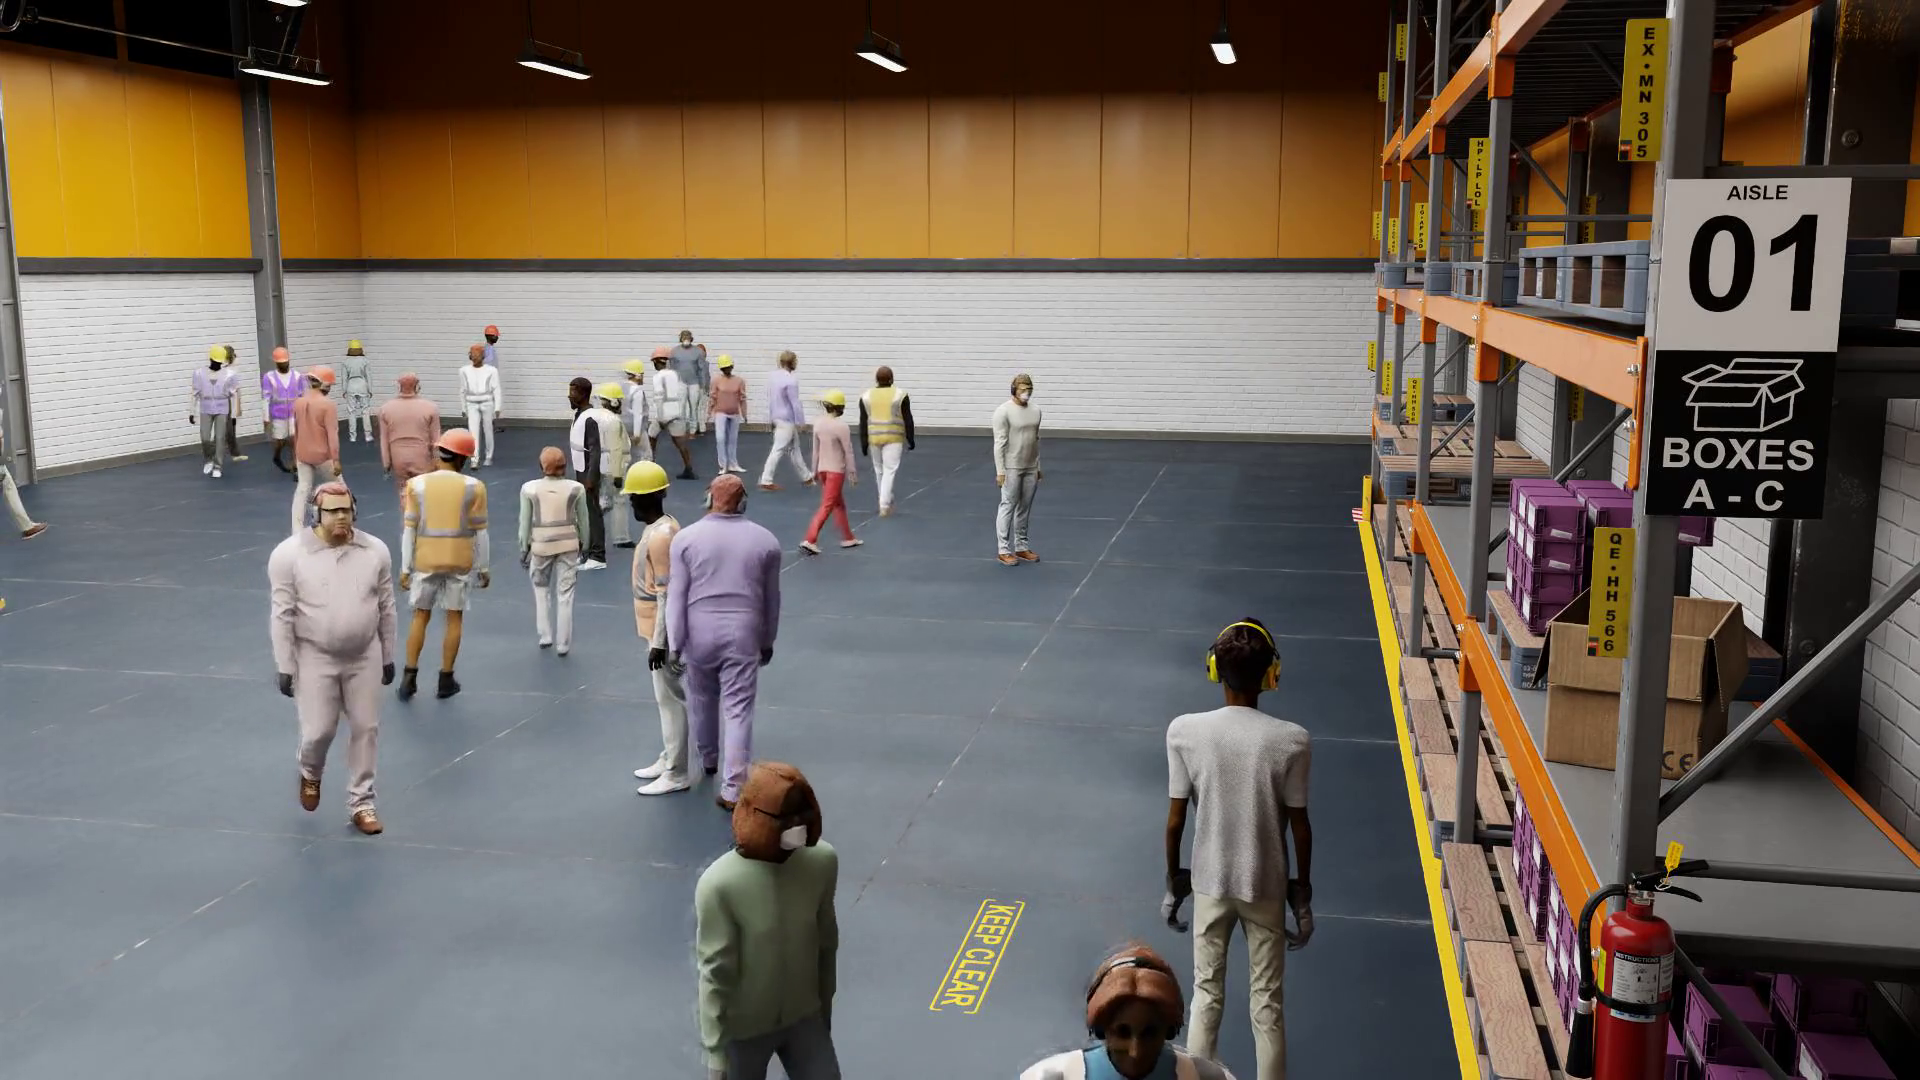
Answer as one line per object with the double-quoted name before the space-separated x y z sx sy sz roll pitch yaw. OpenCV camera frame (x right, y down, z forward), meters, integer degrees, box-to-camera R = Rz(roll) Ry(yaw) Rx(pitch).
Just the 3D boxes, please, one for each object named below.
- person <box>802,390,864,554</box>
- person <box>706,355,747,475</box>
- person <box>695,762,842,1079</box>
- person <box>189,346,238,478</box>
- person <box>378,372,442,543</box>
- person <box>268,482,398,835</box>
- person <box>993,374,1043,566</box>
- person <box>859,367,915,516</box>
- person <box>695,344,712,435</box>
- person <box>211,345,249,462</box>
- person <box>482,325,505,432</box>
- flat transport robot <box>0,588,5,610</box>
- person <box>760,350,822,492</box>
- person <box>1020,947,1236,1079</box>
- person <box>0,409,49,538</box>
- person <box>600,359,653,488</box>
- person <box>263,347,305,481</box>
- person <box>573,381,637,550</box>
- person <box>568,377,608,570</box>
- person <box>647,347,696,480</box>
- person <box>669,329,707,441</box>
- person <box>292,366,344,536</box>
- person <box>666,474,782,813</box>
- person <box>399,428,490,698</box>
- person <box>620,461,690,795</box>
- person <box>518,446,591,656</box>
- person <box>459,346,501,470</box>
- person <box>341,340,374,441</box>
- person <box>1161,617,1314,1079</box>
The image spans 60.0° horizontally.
"person" -1.355 -0.722 17.523 0.908 1.722 0.540 -9 13 -43
"person" -3.339 -1.795 23.957 0.610 1.723 0.568 -4 10 -24
"person" -0.547 1.434 4.852 0.516 1.622 0.393 -7 12 -36
"person" -10.597 -1.815 23.609 0.671 1.882 0.497 -3 10 -20
"person" -5.885 -0.855 17.840 0.647 1.890 0.616 -1 9 -7
"person" -3.338 0.619 8.917 0.661 1.893 0.569 -7 12 -36
"person" 0.595 -0.717 16.847 0.635 1.936 0.351 -9 13 -43
"person" -0.880 -1.212 20.288 0.629 1.793 0.972 3 10 16
"person" -4.623 -2.668 29.547 0.493 1.625 0.280 7 12 38
"person" -11.223 -2.053 25.302 0.547 1.812 0.793 4 10 23
"person" -8.458 -2.909 30.066 0.379 1.931 0.548 -5 10 -26
"flat transport robot" -8.985 0.573 14.080 1.431 0.197 0.652 -2 10 -11
"person" -2.273 -1.589 22.264 1.035 1.879 0.655 -5 11 -27
"person" 0.342 1.628 3.643 0.522 1.619 0.449 -1 9 -4
"person" -10.434 -0.864 18.055 0.557 1.825 0.931 3 10 19
"person" -4.354 -1.481 21.891 0.888 1.802 0.600 -8 12 -40
"person" -9.537 -1.790 23.461 0.594 1.899 0.835 -6 11 -33
"person" -3.739 -0.764 17.532 0.650 1.812 0.592 -6 11 -33
"person" -3.709 -0.664 16.582 0.377 1.917 0.599 -4 10 -23
"person" -4.165 -1.773 23.455 0.990 1.872 0.537 5 11 30
"person" -4.660 -2.649 28.537 0.648 1.914 0.651 -2 10 -9
"person" -6.868 -0.900 17.918 0.723 1.934 0.893 4 10 25
"person" -1.350 0.552 9.495 0.659 1.836 1.019 -2 10 -12
"person" -3.619 0.158 11.711 0.614 1.890 0.468 -2 10 -10
"person" -1.734 0.501 9.545 0.384 1.924 0.589 -2 10 -10
"person" -3.164 0.074 13.002 0.546 1.617 0.590 -2 10 -15
"person" -7.123 -1.969 24.716 0.598 1.832 0.980 -1 9 -6
"person" -10.351 -2.562 28.570 0.508 1.739 0.309 -2 10 -12
"person" 0.935 1.184 5.600 0.517 1.870 0.328 3 10 17
